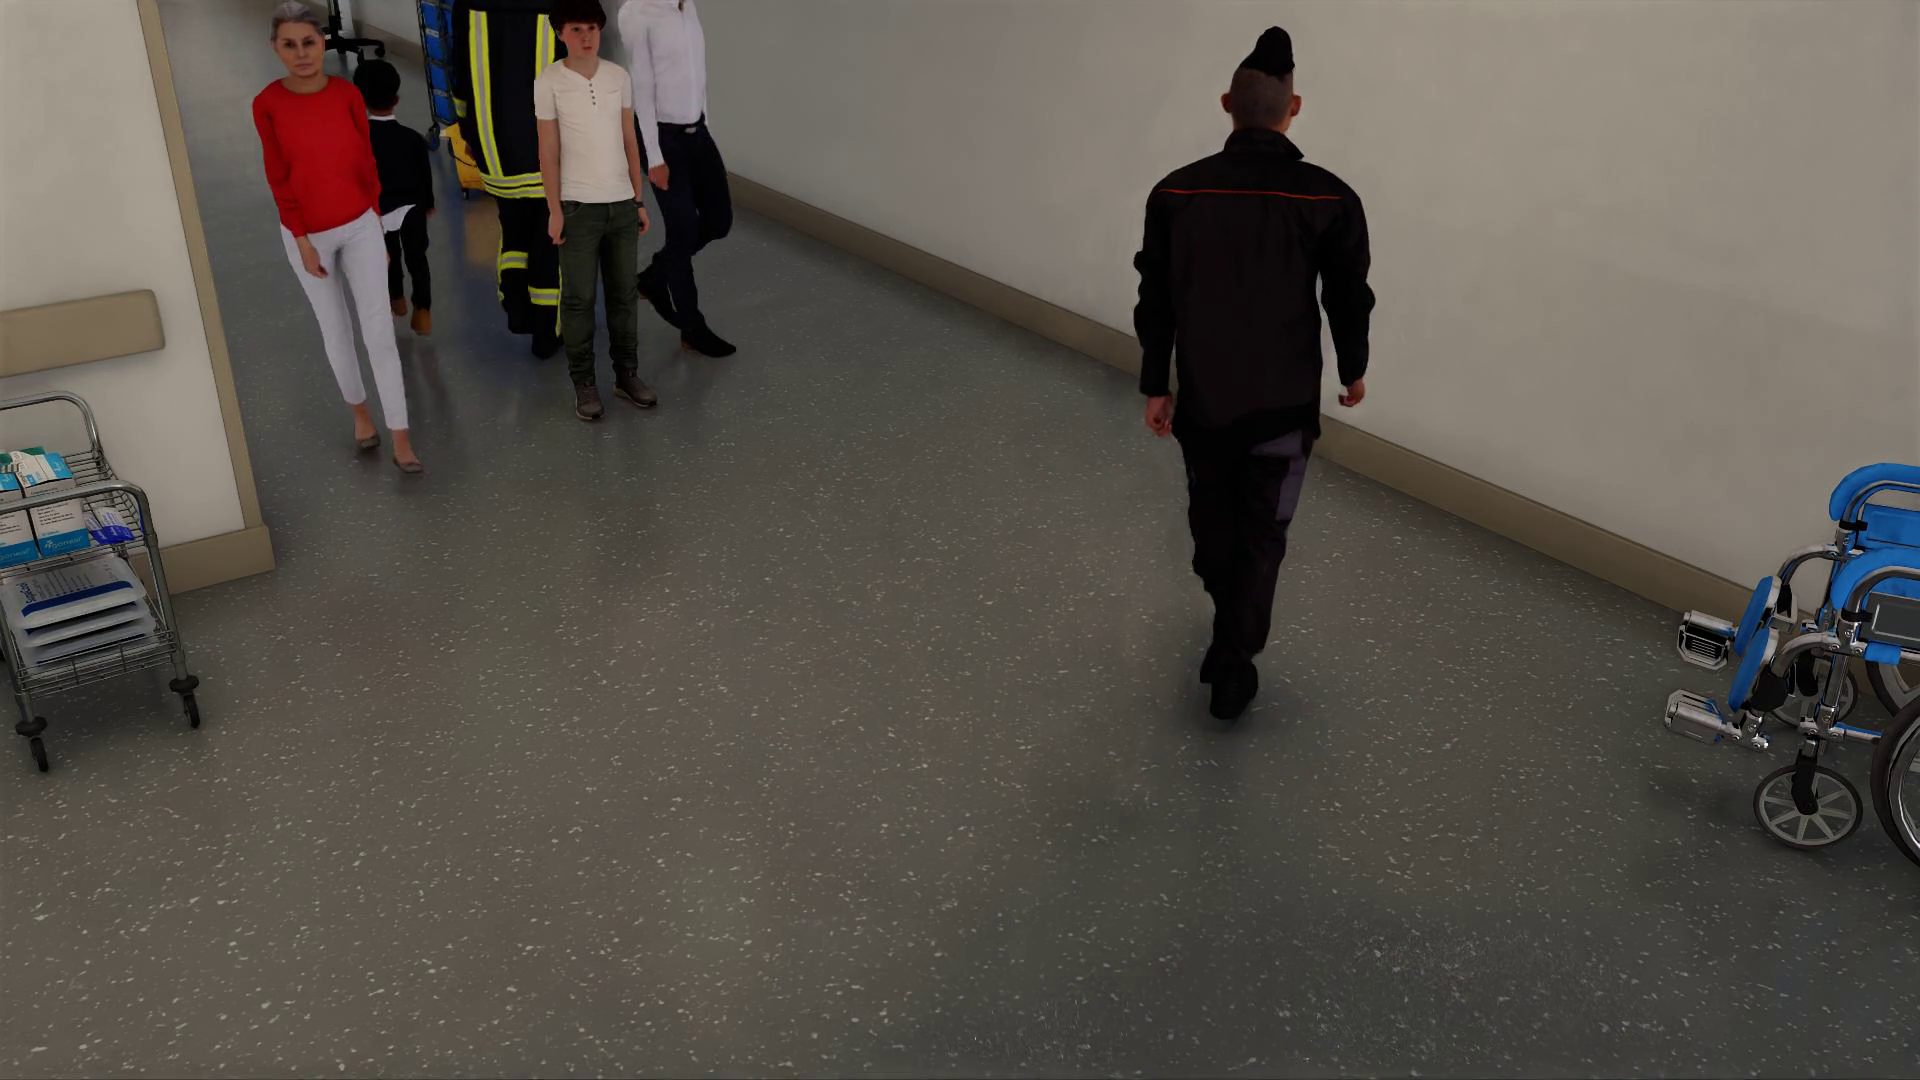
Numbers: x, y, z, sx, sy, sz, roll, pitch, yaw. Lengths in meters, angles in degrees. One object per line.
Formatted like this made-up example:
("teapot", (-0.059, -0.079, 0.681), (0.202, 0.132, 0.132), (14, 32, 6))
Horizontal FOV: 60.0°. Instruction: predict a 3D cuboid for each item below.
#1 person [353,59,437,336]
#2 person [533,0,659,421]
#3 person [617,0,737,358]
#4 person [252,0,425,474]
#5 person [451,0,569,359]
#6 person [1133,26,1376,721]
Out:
("person", (-2.500, -1.485, 7.394), (0.807, 1.196, 0.659), (-12, 28, -23))
("person", (-1.442, -1.317, 6.562), (0.458, 1.655, 0.624), (-16, 30, -30))
("person", (-1.306, -1.734, 7.200), (0.887, 1.852, 0.901), (13, 29, 26))
("person", (-2.317, -1.104, 6.103), (0.924, 1.670, 0.706), (-12, 28, -23))
("person", (-1.857, -1.691, 7.058), (0.912, 1.898, 0.994), (2, 26, 5))
("person", (0.762, -0.384, 4.434), (1.082, 1.823, 1.228), (12, 28, 23))
